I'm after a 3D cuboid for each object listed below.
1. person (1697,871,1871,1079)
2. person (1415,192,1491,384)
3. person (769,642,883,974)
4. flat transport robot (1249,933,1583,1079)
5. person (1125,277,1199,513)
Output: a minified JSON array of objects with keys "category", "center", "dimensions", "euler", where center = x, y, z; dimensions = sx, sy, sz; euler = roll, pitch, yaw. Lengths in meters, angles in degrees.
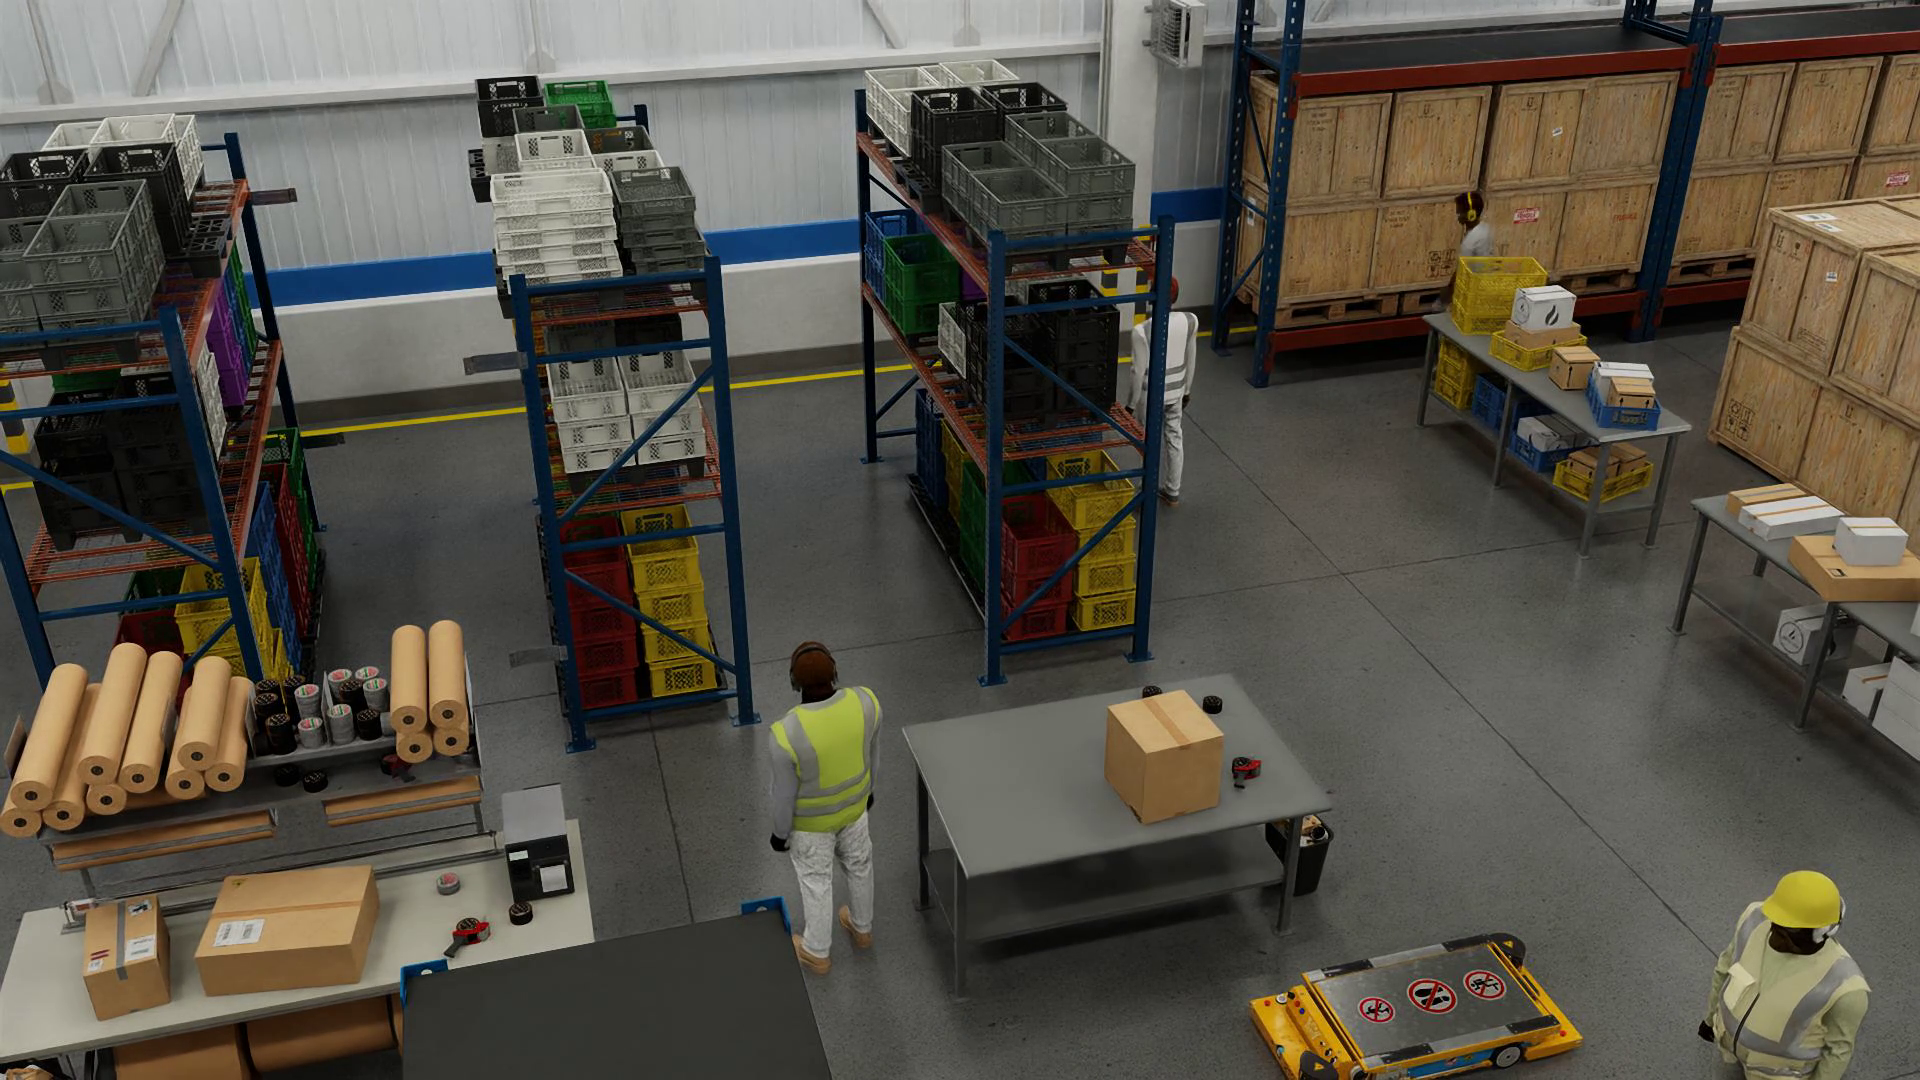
[{"category":"person","center":[3.257,2.072,6.754],"dimensions":[0.404,1.830,0.599],"euler":[-13,31,-22]},{"category":"person","center":[4.289,-2.129,14.395],"dimensions":[0.718,1.833,0.556],"euler":[12,31,21]},{"category":"person","center":[-0.669,1.306,8.144],"dimensions":[0.619,1.839,0.430],"euler":[-21,35,-33]},{"category":"flat transport robot","center":[2.184,2.282,7.980],"dimensions":[1.431,0.197,0.652],"euler":[-8,30,-14]},{"category":"person","center":[1.491,-1.086,12.447],"dimensions":[0.573,1.883,0.354],"euler":[-15,32,-25]}]
